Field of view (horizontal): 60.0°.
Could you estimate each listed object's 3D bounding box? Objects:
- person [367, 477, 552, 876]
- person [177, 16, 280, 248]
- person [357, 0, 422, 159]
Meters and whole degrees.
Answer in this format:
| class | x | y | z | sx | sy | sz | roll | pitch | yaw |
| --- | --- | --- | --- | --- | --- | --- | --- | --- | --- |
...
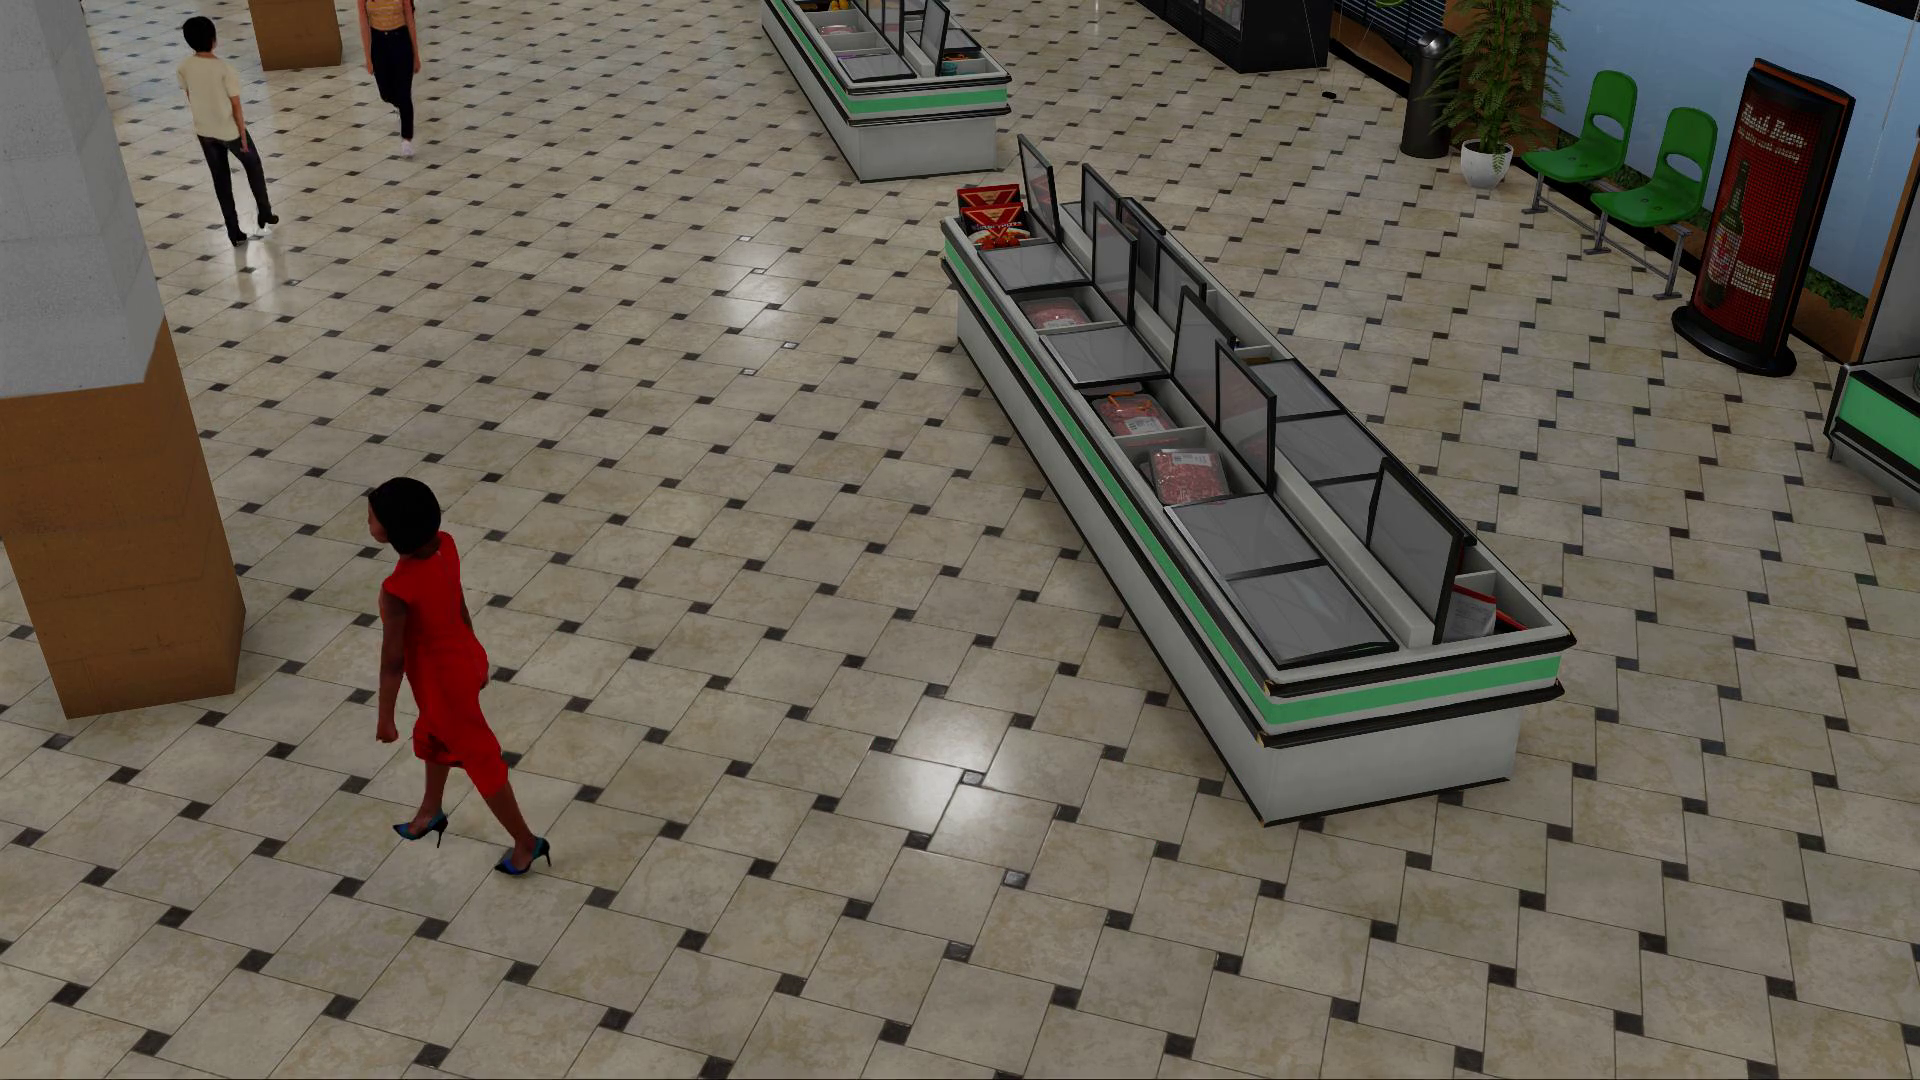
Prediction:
| class | x | y | z | sx | sy | sz | roll | pitch | yaw |
| --- | --- | --- | --- | --- | --- | --- | --- | --- | --- |
| person | -1.773 | 0.557 | 6.052 | 0.876 | 1.715 | 0.948 | 4 | 32 | 7 |
| person | -5.178 | -2.811 | 11.598 | 0.694 | 1.573 | 0.794 | -1 | 32 | -1 |
| person | -4.553 | -3.927 | 13.350 | 0.611 | 1.617 | 0.898 | -6 | 32 | -10 |
